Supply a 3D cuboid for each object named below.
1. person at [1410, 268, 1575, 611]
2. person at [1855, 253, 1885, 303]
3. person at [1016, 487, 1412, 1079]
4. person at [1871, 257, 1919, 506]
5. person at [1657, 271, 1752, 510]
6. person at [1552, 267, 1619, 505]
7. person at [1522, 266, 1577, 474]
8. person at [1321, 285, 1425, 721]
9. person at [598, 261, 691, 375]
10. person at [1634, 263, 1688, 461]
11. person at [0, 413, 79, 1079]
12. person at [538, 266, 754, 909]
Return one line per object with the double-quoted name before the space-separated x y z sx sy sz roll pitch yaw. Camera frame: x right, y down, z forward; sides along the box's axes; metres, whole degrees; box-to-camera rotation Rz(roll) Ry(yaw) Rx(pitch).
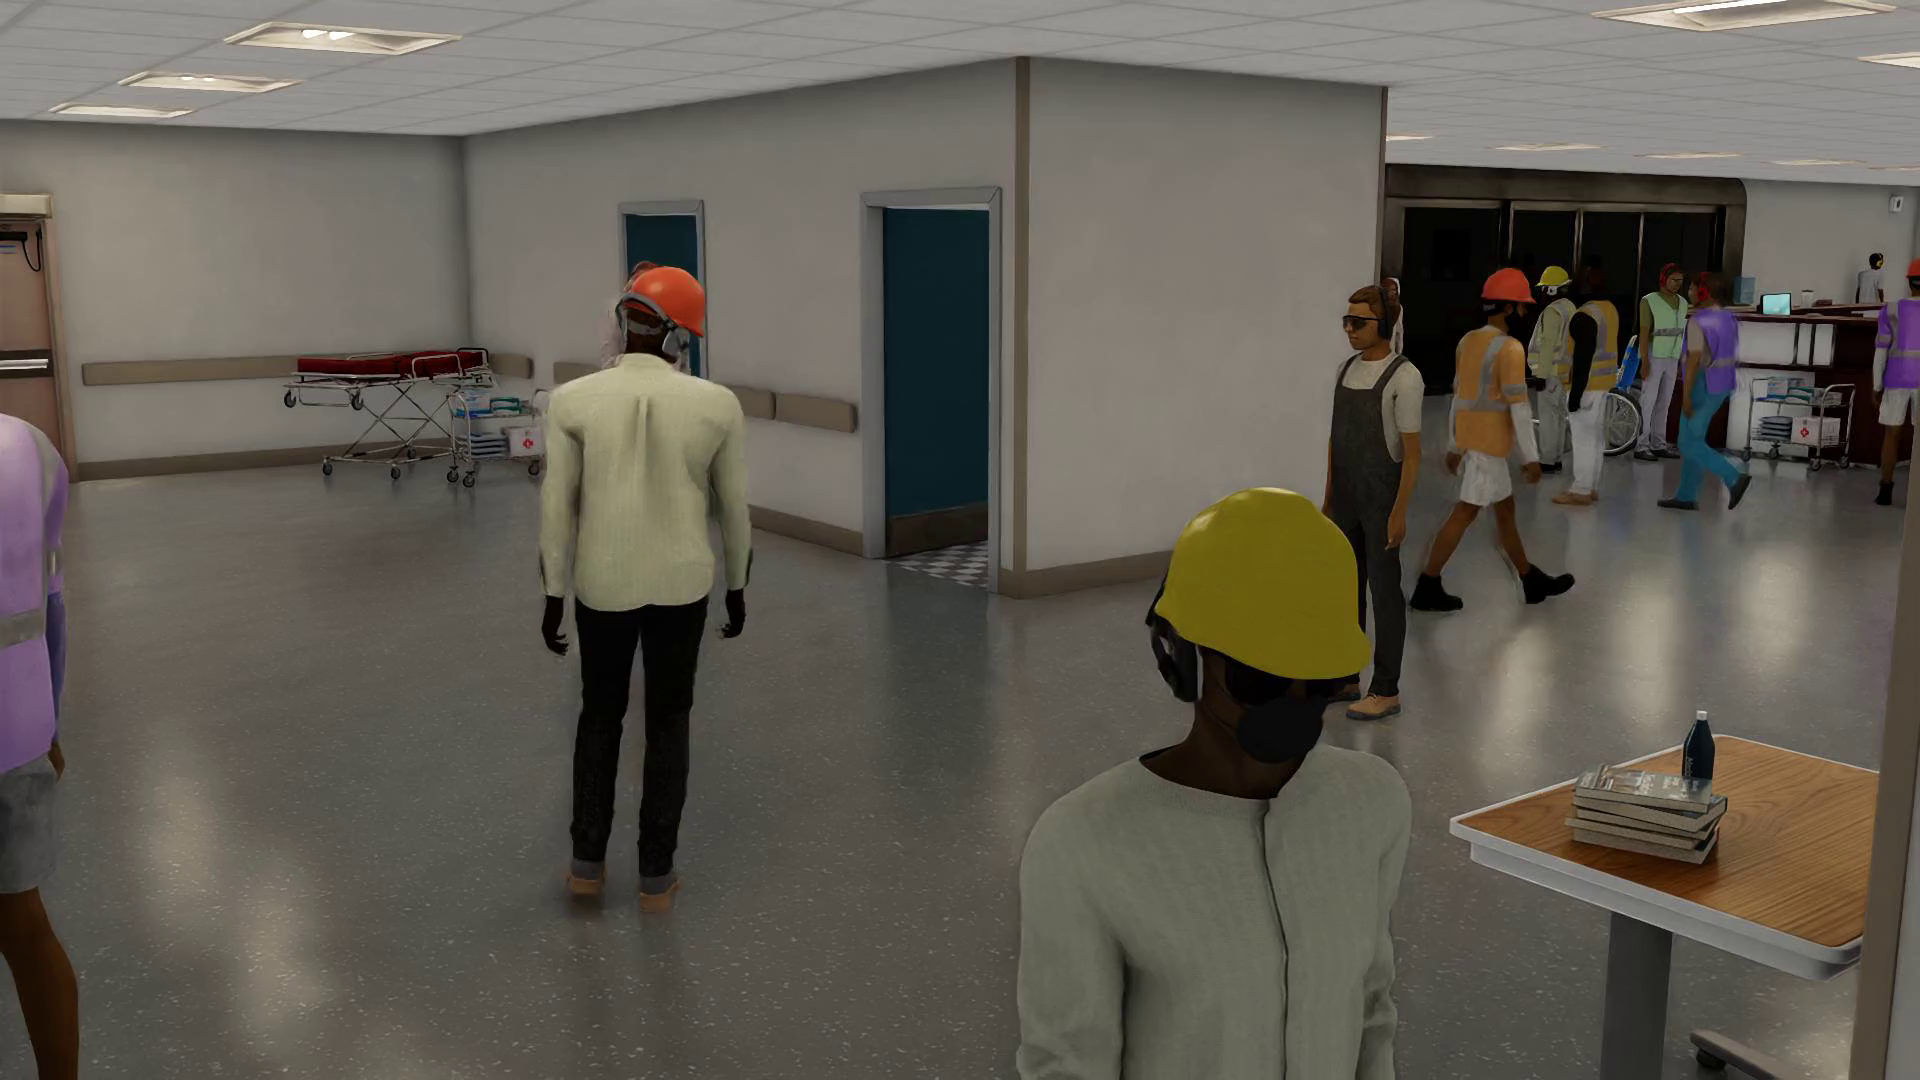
"person" 2.956 -0.535 9.124 1.012 1.878 0.571 -1 10 -8
"person" 15.480 -3.947 28.320 0.332 1.861 0.521 -5 11 -25
"person" 0.312 0.809 1.926 0.533 1.765 0.330 -5 11 -26
"person" 7.319 -1.213 12.775 0.552 1.932 0.379 6 12 32
"person" 5.630 -1.094 12.439 0.589 1.818 0.678 -9 13 -41
"person" 4.849 -1.188 12.900 0.430 1.842 0.631 8 13 38
"person" 5.217 -1.495 14.683 0.403 1.825 0.587 7 12 34
"person" 1.737 -0.159 7.119 0.345 1.846 0.507 -6 12 -29
"person" -2.076 -0.908 11.172 0.667 1.905 0.406 -6 12 -32
"person" 6.563 -1.665 15.585 0.564 1.838 0.390 -6 12 -29
"person" -2.075 0.415 3.408 0.410 2.028 0.617 1 10 7
"person" -0.954 0.141 5.144 0.641 1.947 0.573 -2 10 -8
